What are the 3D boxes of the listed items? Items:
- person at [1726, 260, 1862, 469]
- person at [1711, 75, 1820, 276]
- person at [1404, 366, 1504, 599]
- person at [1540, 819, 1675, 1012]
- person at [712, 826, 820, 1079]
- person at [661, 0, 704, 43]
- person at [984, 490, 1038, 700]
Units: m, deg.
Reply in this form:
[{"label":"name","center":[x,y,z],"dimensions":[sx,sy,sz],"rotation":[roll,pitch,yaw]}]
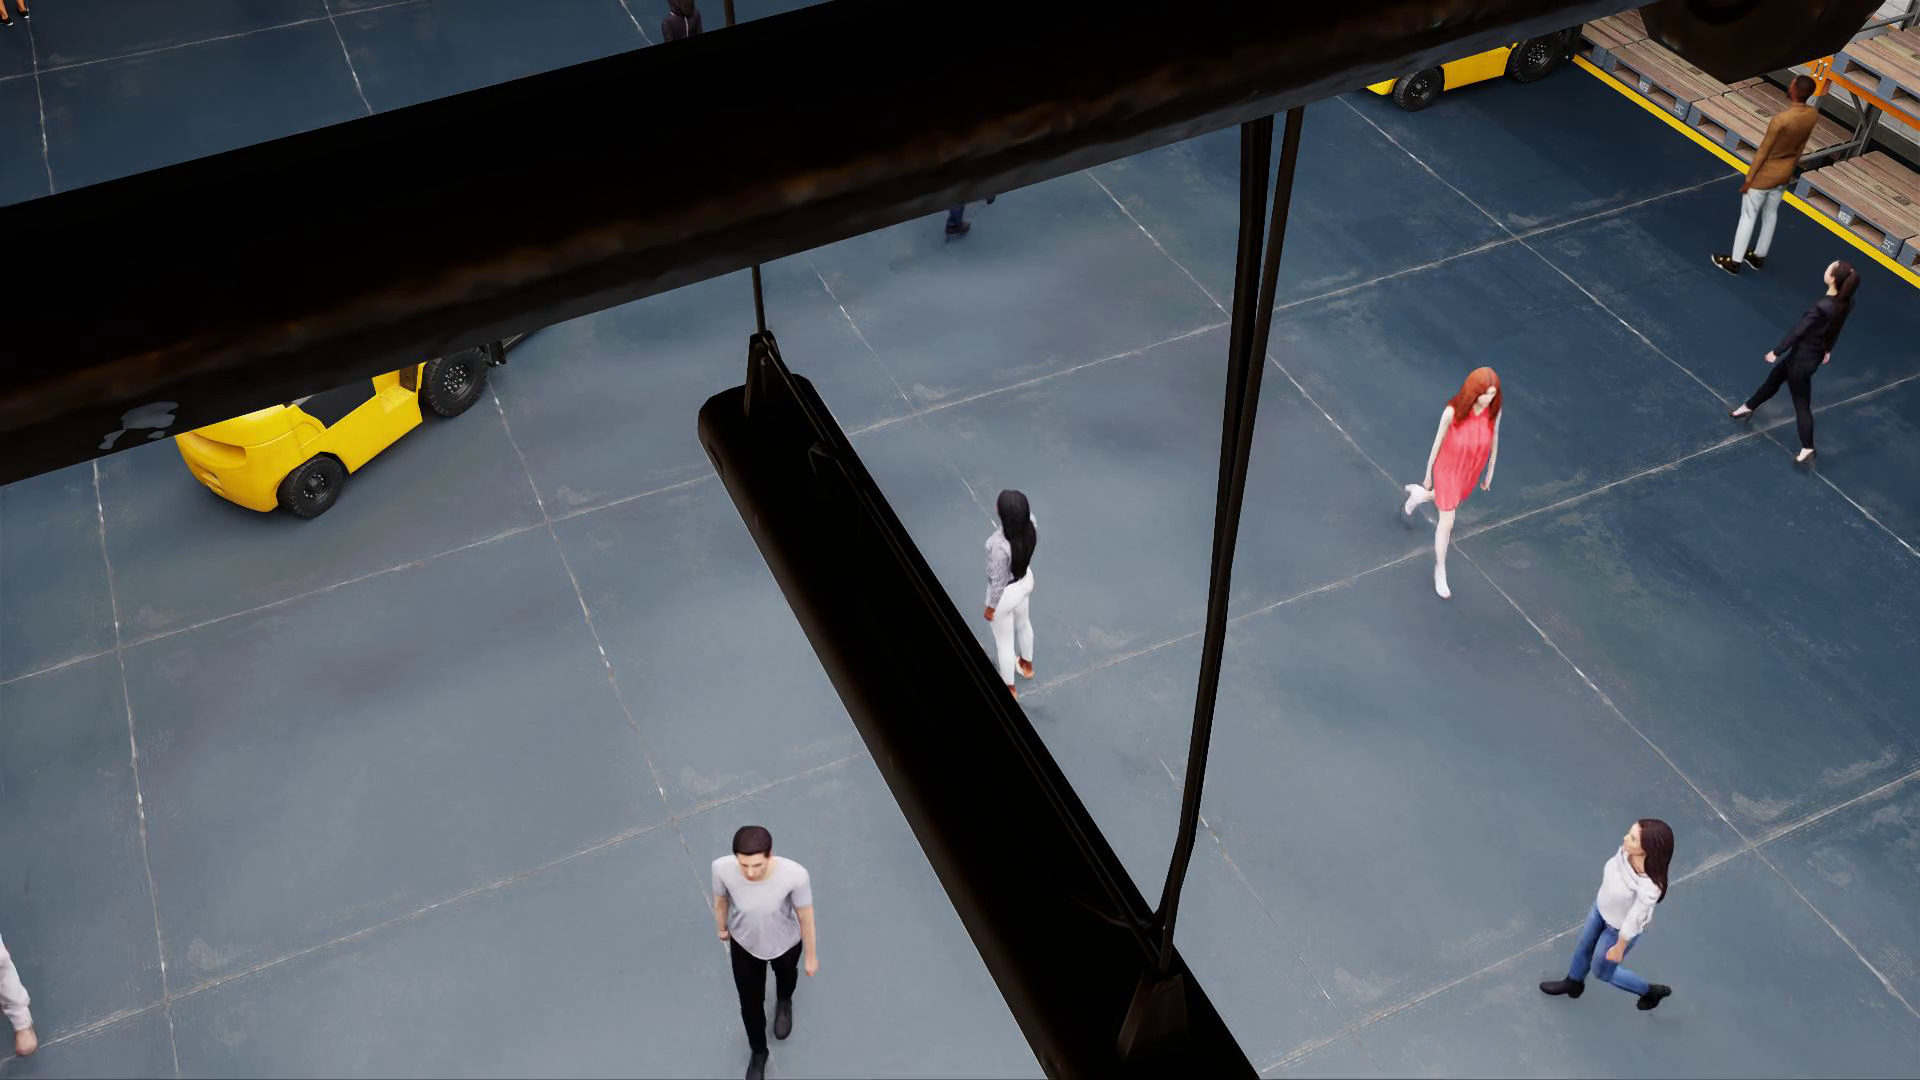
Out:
[{"label":"person","center":[6.325,-1.272,12.333],"dimensions":[0.728,1.668,1.089],"rotation":[-26,49,-25]},{"label":"person","center":[6.910,-3.098,14.145],"dimensions":[0.626,1.815,0.535],"rotation":[-15,46,-15]},{"label":"person","center":[3.369,-0.502,11.434],"dimensions":[0.795,1.794,1.195],"rotation":[-8,44,-8]},{"label":"person","center":[3.599,2.045,8.890],"dimensions":[0.930,1.617,0.926],"rotation":[6,44,6]},{"label":"person","center":[-1.000,2.017,8.753],"dimensions":[0.922,1.846,1.024],"rotation":[1,44,1]},{"label":"person","center":[-2.524,-4.336,15.450],"dimensions":[0.648,1.807,0.600],"rotation":[-33,52,-29]},{"label":"person","center":[0.319,0.331,10.611],"dimensions":[0.669,1.723,0.668],"rotation":[25,49,24]}]
